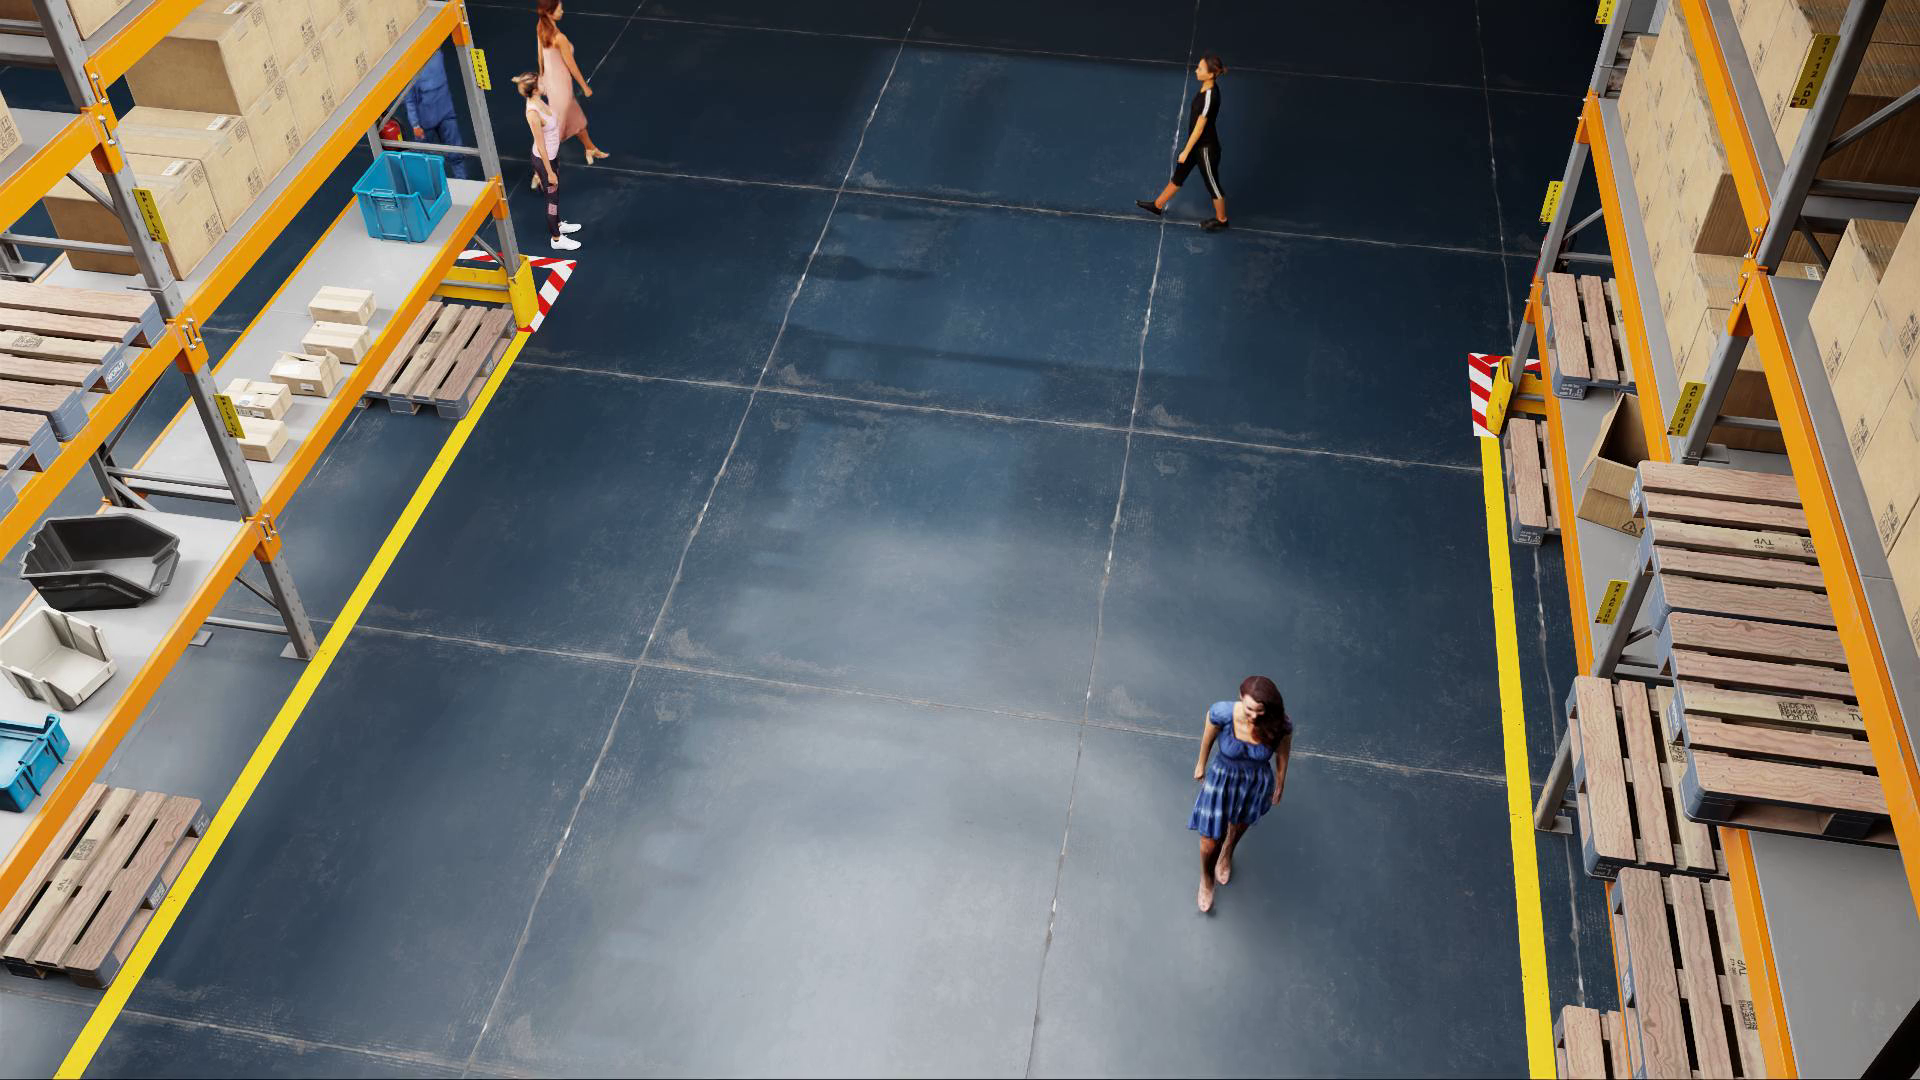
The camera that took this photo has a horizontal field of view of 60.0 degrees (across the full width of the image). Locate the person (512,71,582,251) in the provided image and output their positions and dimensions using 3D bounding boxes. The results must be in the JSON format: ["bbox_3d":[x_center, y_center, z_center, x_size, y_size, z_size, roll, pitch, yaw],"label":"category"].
[{"bbox_3d":[-3.561,-3.274,14.284,0.687,1.628,0.569,-5,44,-6],"label":"person"}]

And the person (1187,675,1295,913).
[{"bbox_3d":[1.556,1.324,9.339,0.671,1.792,0.733,4,44,4],"label":"person"}]

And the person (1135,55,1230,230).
[{"bbox_3d":[2.195,-3.397,14.414,0.749,1.626,1.040,1,44,1],"label":"person"}]

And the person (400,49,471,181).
[{"bbox_3d":[-4.748,-3.809,14.744,1.155,1.768,1.203,34,53,30],"label":"person"}]

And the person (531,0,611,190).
[{"bbox_3d":[-3.666,-3.966,14.897,1.139,1.786,1.052,-30,51,-27],"label":"person"}]
